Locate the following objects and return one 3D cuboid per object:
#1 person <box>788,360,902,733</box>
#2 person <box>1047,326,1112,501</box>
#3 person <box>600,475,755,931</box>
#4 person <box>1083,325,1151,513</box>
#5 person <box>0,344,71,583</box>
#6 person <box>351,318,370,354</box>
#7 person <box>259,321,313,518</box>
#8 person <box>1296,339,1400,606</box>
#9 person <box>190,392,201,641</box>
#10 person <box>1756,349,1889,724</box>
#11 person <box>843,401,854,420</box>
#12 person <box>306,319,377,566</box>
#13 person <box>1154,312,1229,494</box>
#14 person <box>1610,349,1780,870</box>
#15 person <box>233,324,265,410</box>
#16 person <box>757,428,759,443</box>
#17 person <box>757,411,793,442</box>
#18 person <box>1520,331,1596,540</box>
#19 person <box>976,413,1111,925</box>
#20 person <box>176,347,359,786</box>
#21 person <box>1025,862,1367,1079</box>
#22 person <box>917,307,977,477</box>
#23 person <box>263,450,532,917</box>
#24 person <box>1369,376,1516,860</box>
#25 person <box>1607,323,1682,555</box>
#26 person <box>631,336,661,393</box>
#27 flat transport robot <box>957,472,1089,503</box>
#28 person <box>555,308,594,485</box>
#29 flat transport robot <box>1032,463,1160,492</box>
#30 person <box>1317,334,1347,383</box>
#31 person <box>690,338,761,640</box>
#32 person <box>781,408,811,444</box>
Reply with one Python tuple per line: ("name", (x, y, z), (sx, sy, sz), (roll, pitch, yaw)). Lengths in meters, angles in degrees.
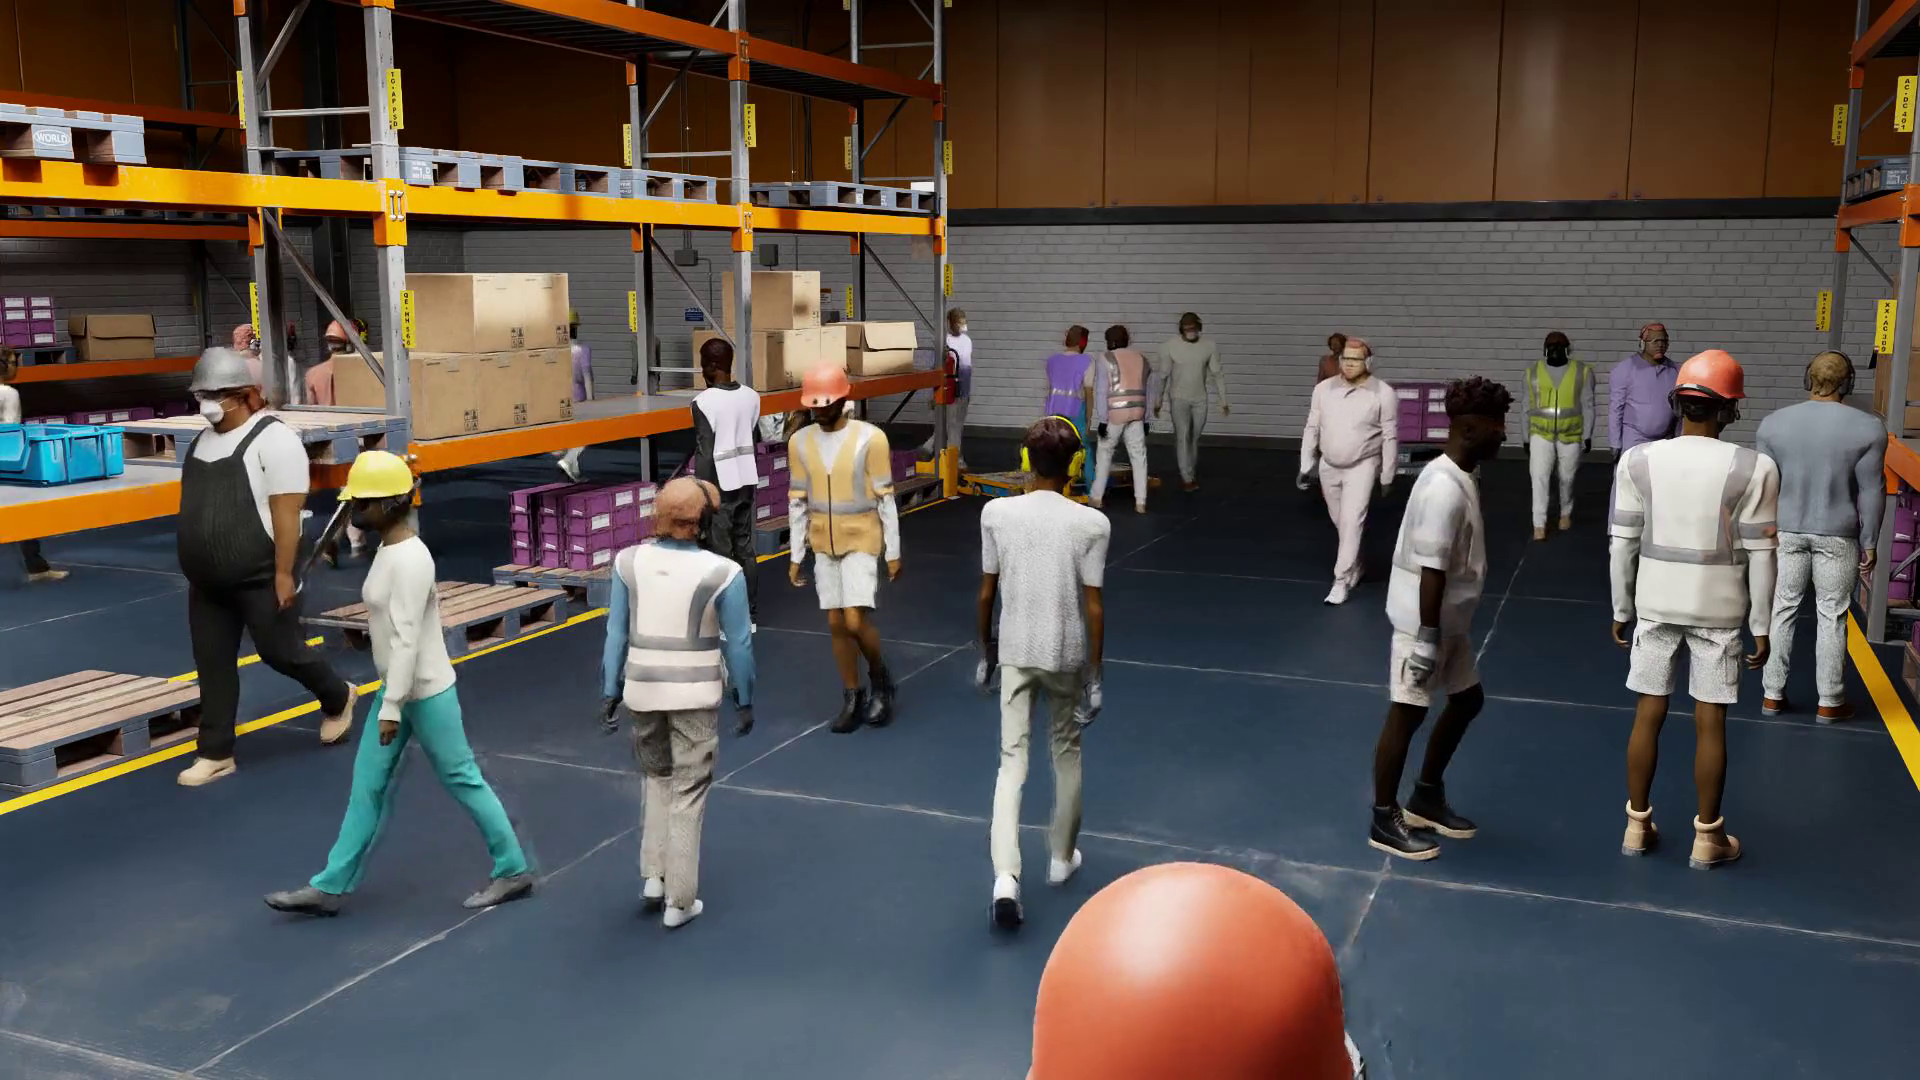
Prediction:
("person", (-0.610, 0.047, 8.370), (0.579, 1.903, 0.460), (4, 10, 24))
("person", (1.108, -1.186, 16.194), (0.575, 1.776, 1.003), (6, 11, 32))
("person", (-1.002, 0.579, 6.001), (0.544, 1.615, 0.477), (3, 10, 15))
("person", (1.546, -1.173, 16.137), (0.650, 1.791, 0.797), (-5, 11, -28))
("person", (-7.041, -0.522, 12.120), (0.519, 1.817, 0.865), (8, 12, 40))
("person", (-5.839, -1.219, 16.223), (0.565, 1.883, 0.439), (5, 11, 29))
("person", (-6.361, -1.099, 15.443), (0.514, 1.870, 0.581), (-9, 13, -44))
("person", (2.790, -0.510, 11.911), (0.643, 1.864, 1.001), (7, 12, 38))
("person", (-4.686, -0.266, 10.809), (0.534, 1.737, 0.849), (2, 10, 10))
("person", (4.451, -0.016, 8.650), (0.629, 1.940, 0.372), (8, 12, 40))
("person", (-1.315, -1.496, 18.697), (0.830, 1.597, 0.504), (9, 13, 42))
("person", (-4.914, -0.777, 13.204), (0.597, 1.959, 0.881), (3, 10, 16))
("person", (2.423, -1.420, 17.318), (0.736, 1.876, 0.951), (-1, 9, -9))
("person", (2.891, 0.274, 6.573), (0.615, 2.043, 0.368), (7, 12, 38))
("person", (-5.676, -0.780, 13.393), (0.638, 1.903, 0.409), (3, 10, 19))
("person", (-2.755, -2.060, 20.961), (0.666, 1.955, 0.831), (5, 11, 30))
("person", (-2.057, -1.462, 18.136), (0.495, 1.706, 0.874), (-4, 10, -22))
("person", (5.240, -0.932, 14.607), (0.634, 1.817, 0.888), (4, 10, 21))
("person", (0.282, 0.457, 6.094), (0.517, 1.841, 0.881), (2, 10, 11))
("person", (-3.290, 0.075, 7.788), (0.683, 2.000, 0.871), (4, 10, 22))
("person", (0.257, 1.171, 1.462), (0.612, 1.955, 1.028), (5, 10, 26))
("person", (-0.160, -1.667, 18.749), (0.811, 1.910, 0.657), (7, 12, 35))
("person", (-2.013, 0.536, 5.993), (0.929, 1.718, 0.540), (-6, 11, -31))
("person", (1.931, 0.315, 6.671), (0.493, 1.941, 0.635), (4, 10, 21))
("person", (5.559, -0.794, 13.457), (0.643, 1.910, 0.399), (-1, 9, -8))
("person", (-4.437, -2.321, 23.519), (0.309, 1.639, 0.522), (7, 12, 38))
("flat transport robot", (0.615, -0.523, 16.762), (0.652, 0.197, 1.431), (-6, 11, -31))
("person", (-4.178, -1.516, 17.788), (0.615, 1.911, 0.543), (4, 10, 23))
("flat transport robot", (1.348, -0.650, 17.530), (1.431, 0.197, 0.652), (-6, 11, -31))
("person", (4.382, -1.572, 19.112), (0.541, 1.595, 0.825), (7, 11, 35))
("person", (-1.486, -0.319, 10.553), (0.392, 1.916, 0.592), (5, 11, 29))
("person", (-1.983, -1.943, 20.458), (0.556, 1.904, 0.940), (8, 12, 39))
